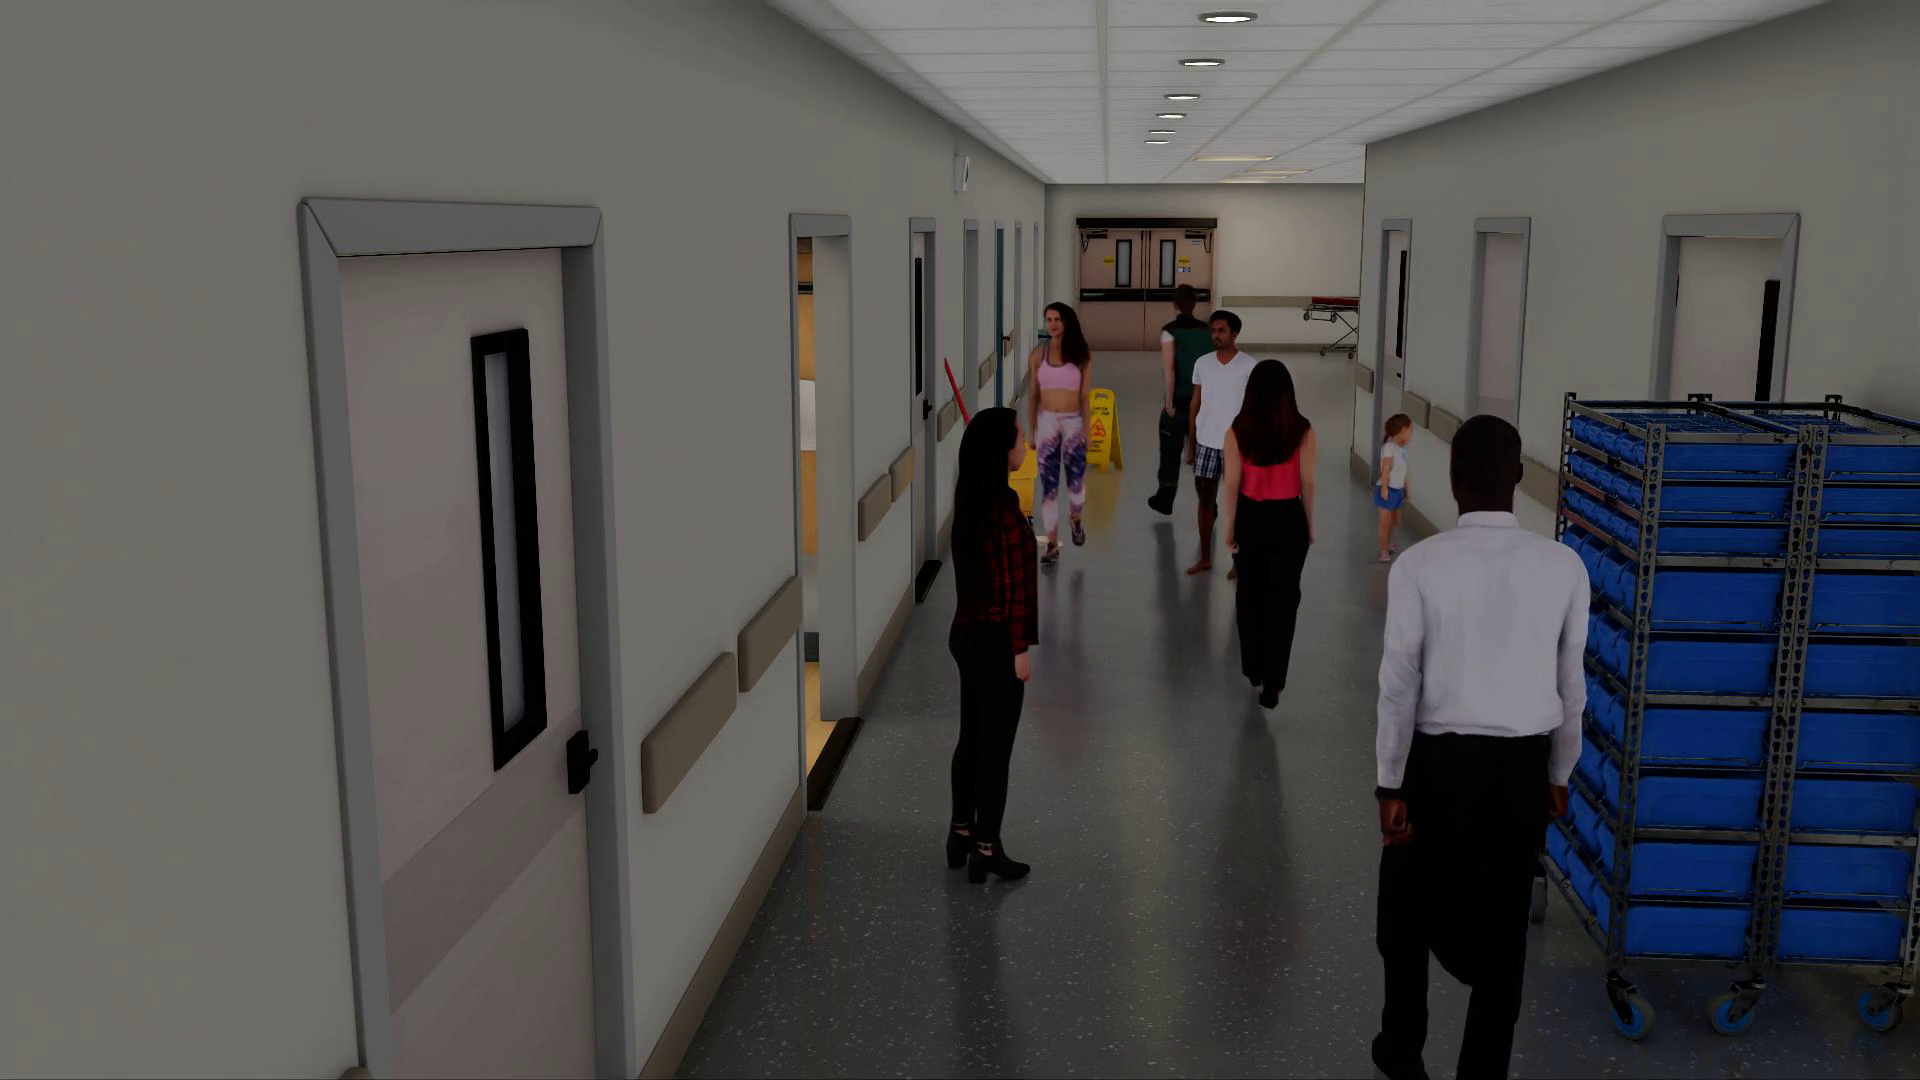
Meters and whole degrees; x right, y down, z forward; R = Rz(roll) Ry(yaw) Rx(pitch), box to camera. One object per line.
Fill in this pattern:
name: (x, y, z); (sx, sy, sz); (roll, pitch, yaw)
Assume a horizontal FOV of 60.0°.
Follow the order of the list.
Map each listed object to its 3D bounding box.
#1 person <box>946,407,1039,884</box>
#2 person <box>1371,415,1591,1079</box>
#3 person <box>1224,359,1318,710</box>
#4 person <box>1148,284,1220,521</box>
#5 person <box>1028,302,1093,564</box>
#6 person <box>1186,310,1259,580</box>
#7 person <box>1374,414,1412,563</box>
person: (0.090, 0.368, 5.783); (0.715, 1.651, 0.595); (-4, 12, -21)
person: (1.223, 0.643, 3.900); (0.705, 1.813, 0.923); (2, 11, 12)
person: (1.453, 0.006, 7.777); (0.720, 1.620, 1.120); (3, 11, 15)
person: (1.773, -1.016, 12.685); (0.921, 1.795, 1.120); (-3, 11, -17)
person: (0.697, -0.729, 11.280); (0.637, 1.757, 0.745); (2, 11, 12)
person: (1.727, -0.630, 10.832); (0.719, 1.731, 0.701); (7, 13, 32)
person: (2.917, -0.354, 11.334); (0.520, 1.001, 0.612); (-7, 13, -33)
